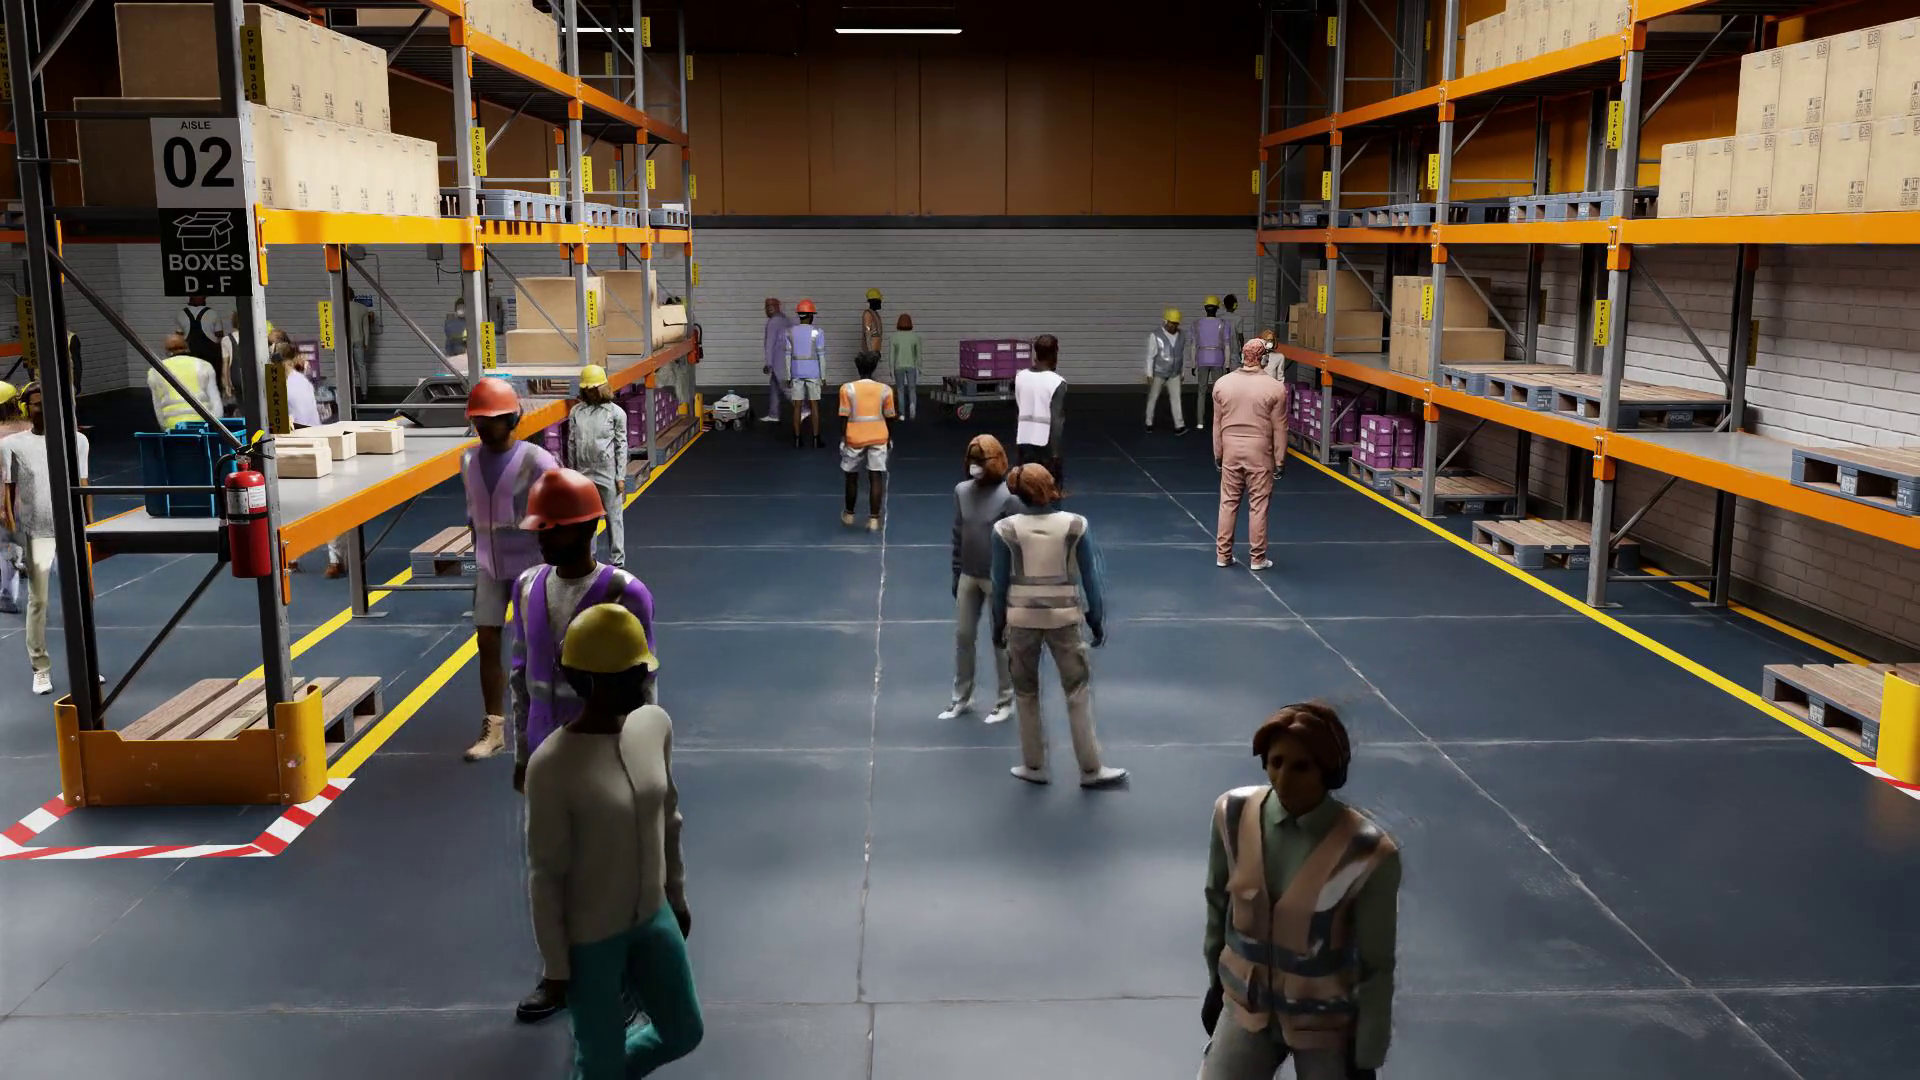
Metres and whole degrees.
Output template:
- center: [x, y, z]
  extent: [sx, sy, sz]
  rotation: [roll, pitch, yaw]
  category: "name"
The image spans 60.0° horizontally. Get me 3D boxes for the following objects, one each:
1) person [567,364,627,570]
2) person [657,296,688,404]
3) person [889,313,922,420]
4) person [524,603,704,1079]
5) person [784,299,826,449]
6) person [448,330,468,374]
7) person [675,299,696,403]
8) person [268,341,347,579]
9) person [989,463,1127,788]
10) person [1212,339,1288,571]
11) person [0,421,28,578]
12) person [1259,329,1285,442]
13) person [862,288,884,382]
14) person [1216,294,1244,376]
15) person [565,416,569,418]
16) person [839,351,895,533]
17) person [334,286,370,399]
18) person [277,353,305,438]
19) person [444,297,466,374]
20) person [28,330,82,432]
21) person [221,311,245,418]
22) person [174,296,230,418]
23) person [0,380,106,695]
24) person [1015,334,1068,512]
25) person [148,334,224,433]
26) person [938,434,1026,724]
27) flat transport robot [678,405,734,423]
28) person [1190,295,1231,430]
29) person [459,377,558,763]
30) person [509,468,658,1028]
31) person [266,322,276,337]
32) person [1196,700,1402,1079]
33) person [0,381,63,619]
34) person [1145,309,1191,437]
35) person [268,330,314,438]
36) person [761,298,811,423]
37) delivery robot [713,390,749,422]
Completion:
- center: [-2.834, -0.501, 12.984]
  extent: [0.485, 1.740, 0.304]
  rotation: [2, 10, 12]
  category: "person"
- center: [-4.436, -2.880, 25.951]
  extent: [0.811, 1.831, 0.571]
  rotation: [-3, 11, -18]
  category: "person"
- center: [-0.815, -2.576, 24.882]
  extent: [0.501, 1.620, 0.491]
  rotation: [-1, 10, -6]
  category: "person"
- center: [-0.938, 1.018, 4.447]
  extent: [0.415, 1.754, 0.542]
  rotation: [6, 12, 32]
  category: "person"
- center: [-2.000, -2.151, 21.627]
  extent: [0.548, 1.934, 0.374]
  rotation: [2, 10, 11]
  category: "person"
- center: [-5.466, -1.517, 18.684]
  extent: [0.527, 1.726, 0.852]
  rotation: [-1, 10, -5]
  category: "person"
- center: [-4.402, -2.964, 26.628]
  extent: [0.406, 1.776, 0.632]
  rotation: [-2, 10, -11]
  category: "person"
- center: [-5.305, -0.639, 13.329]
  extent: [0.671, 1.896, 0.679]
  rotation: [-4, 11, -22]
  category: "person"
- center: [0.481, 0.424, 8.228]
  extent: [0.673, 1.602, 0.393]
  rotation: [0, 10, -1]
  category: "person"
- center: [2.380, -0.695, 13.628]
  extent: [0.647, 1.901, 0.402]
  rotation: [6, 12, 31]
  category: "person"
- center: [-7.688, -0.638, 13.175]
  extent: [0.552, 1.942, 0.342]
  rotation: [1, 10, 8]
  category: "person"
- center: [3.700, -1.744, 20.223]
  extent: [0.497, 1.629, 0.276]
  rotation: [-1, 10, -7]
  category: "person"
- center: [-1.406, -3.117, 27.017]
  extent: [0.359, 1.930, 0.590]
  rotation: [2, 10, 9]
  category: "person"
- center: [4.208, -2.896, 25.956]
  extent: [0.513, 1.872, 0.328]
  rotation: [5, 11, 26]
  category: "person"
- center: [-5.992, -2.625, 24.499]
  extent: [0.578, 1.862, 0.842]
  rotation: [2, 10, 10]
  category: "person"
- center: [-0.890, -0.926, 15.501]
  extent: [0.552, 1.671, 0.684]
  rotation: [-3, 11, -15]
  category: "person"
- center: [-10.320, -3.331, 28.195]
  extent: [0.627, 1.938, 0.373]
  rotation: [-9, 13, -40]
  category: "person"
- center: [-6.286, -0.947, 15.739]
  extent: [0.523, 1.638, 0.311]
  rotation: [6, 12, 32]
  category: "person"
- center: [-6.922, -2.420, 23.219]
  extent: [0.656, 1.896, 0.957]
  rotation: [1, 10, 4]
  category: "person"
- center: [-11.426, -1.993, 21.006]
  extent: [0.623, 1.844, 0.430]
  rotation: [-2, 10, -11]
  category: "person"
- center: [-8.977, -1.994, 21.066]
  extent: [0.525, 1.825, 0.695]
  rotation: [0, 10, 0]
  category: "person"
- center: [-11.408, -2.826, 25.093]
  extent: [0.683, 2.000, 0.537]
  rotation: [-1, 10, -6]
  category: "person"
- center: [-5.424, -0.026, 9.957]
  extent: [0.328, 1.876, 0.515]
  rotation: [10, 14, 43]
  category: "person"
- center: [0.658, -0.823, 14.333]
  extent: [0.774, 1.899, 0.601]
  rotation: [-10, 14, -43]
  category: "person"
- center: [-7.576, -1.125, 16.336]
  extent: [0.644, 1.792, 0.798]
  rotation: [-5, 11, -26]
  category: "person"
- center: [0.138, 0.222, 9.269]
  extent: [0.509, 1.634, 0.309]
  rotation: [8, 13, 37]
  category: "person"
- center: [-3.979, -1.886, 24.782]
  extent: [1.431, 0.197, 0.652]
  rotation: [3, 11, 19]
  category: "flat transport robot"
- center: [3.581, -2.530, 23.771]
  extent: [0.586, 1.923, 0.371]
  rotation: [3, 11, 16]
  category: "person"
- center: [-2.313, 0.110, 8.877]
  extent: [0.621, 2.006, 0.964]
  rotation: [4, 11, 21]
  category: "person"
- center: [-1.299, 0.715, 5.650]
  extent: [0.552, 1.936, 0.359]
  rotation: [4, 11, 21]
  category: "person"
- center: [-7.788, -1.535, 18.607]
  extent: [0.592, 1.798, 0.882]
  rotation: [3, 11, 14]
  category: "person"
- center: [0.782, 1.173, 3.964]
  extent: [0.540, 1.621, 0.461]
  rotation: [8, 13, 39]
  category: "person"
- center: [-6.626, -0.280, 11.802]
  extent: [0.938, 1.714, 0.527]
  rotation: [6, 12, 32]
  category: "person"
- center: [2.866, -2.323, 23.069]
  extent: [0.658, 1.765, 0.964]
  rotation: [-4, 11, -20]
  category: "person"
- center: [-6.569, -1.114, 16.134]
  extent: [0.621, 1.837, 0.430]
  rotation: [-5, 11, -25]
  category: "person"
- center: [-2.583, -2.648, 24.612]
  extent: [0.870, 1.868, 0.667]
  rotation: [3, 11, 16]
  category: "person"
- center: [-3.279, -1.902, 23.823]
  extent: [0.477, 0.478, 0.707]
  rotation: [2, 10, 10]
  category: "delivery robot"
